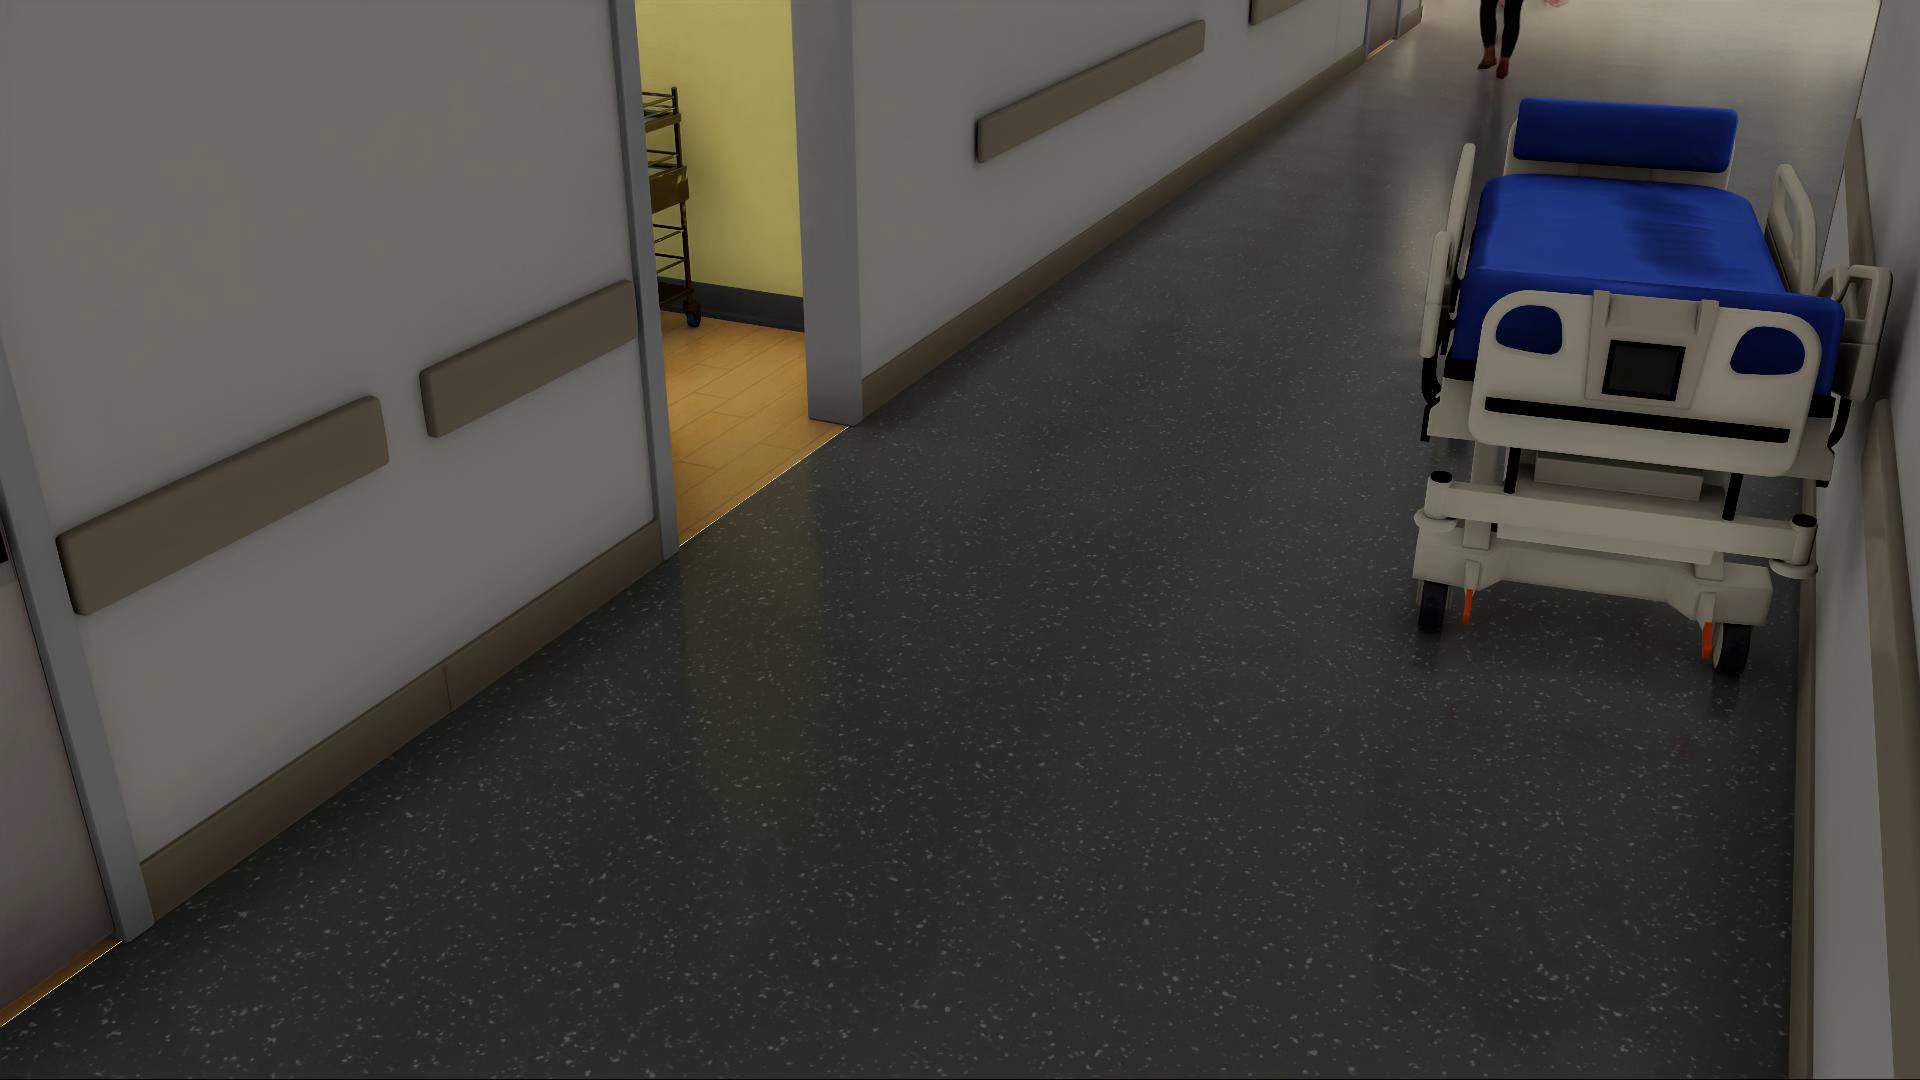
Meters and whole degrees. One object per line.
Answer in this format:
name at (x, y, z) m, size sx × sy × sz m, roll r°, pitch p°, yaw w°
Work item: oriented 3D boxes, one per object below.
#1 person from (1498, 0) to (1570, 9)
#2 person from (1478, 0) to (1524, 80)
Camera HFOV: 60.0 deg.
person at (5.577, -6.176, 16.510) m, size 0.977 × 1.765 × 0.606 m, roll 11°, pitch 28°, yaw 22°
person at (4.354, -4.525, 13.149) m, size 0.612 × 1.709 × 0.736 m, roll 5°, pitch 26°, yaw 11°
